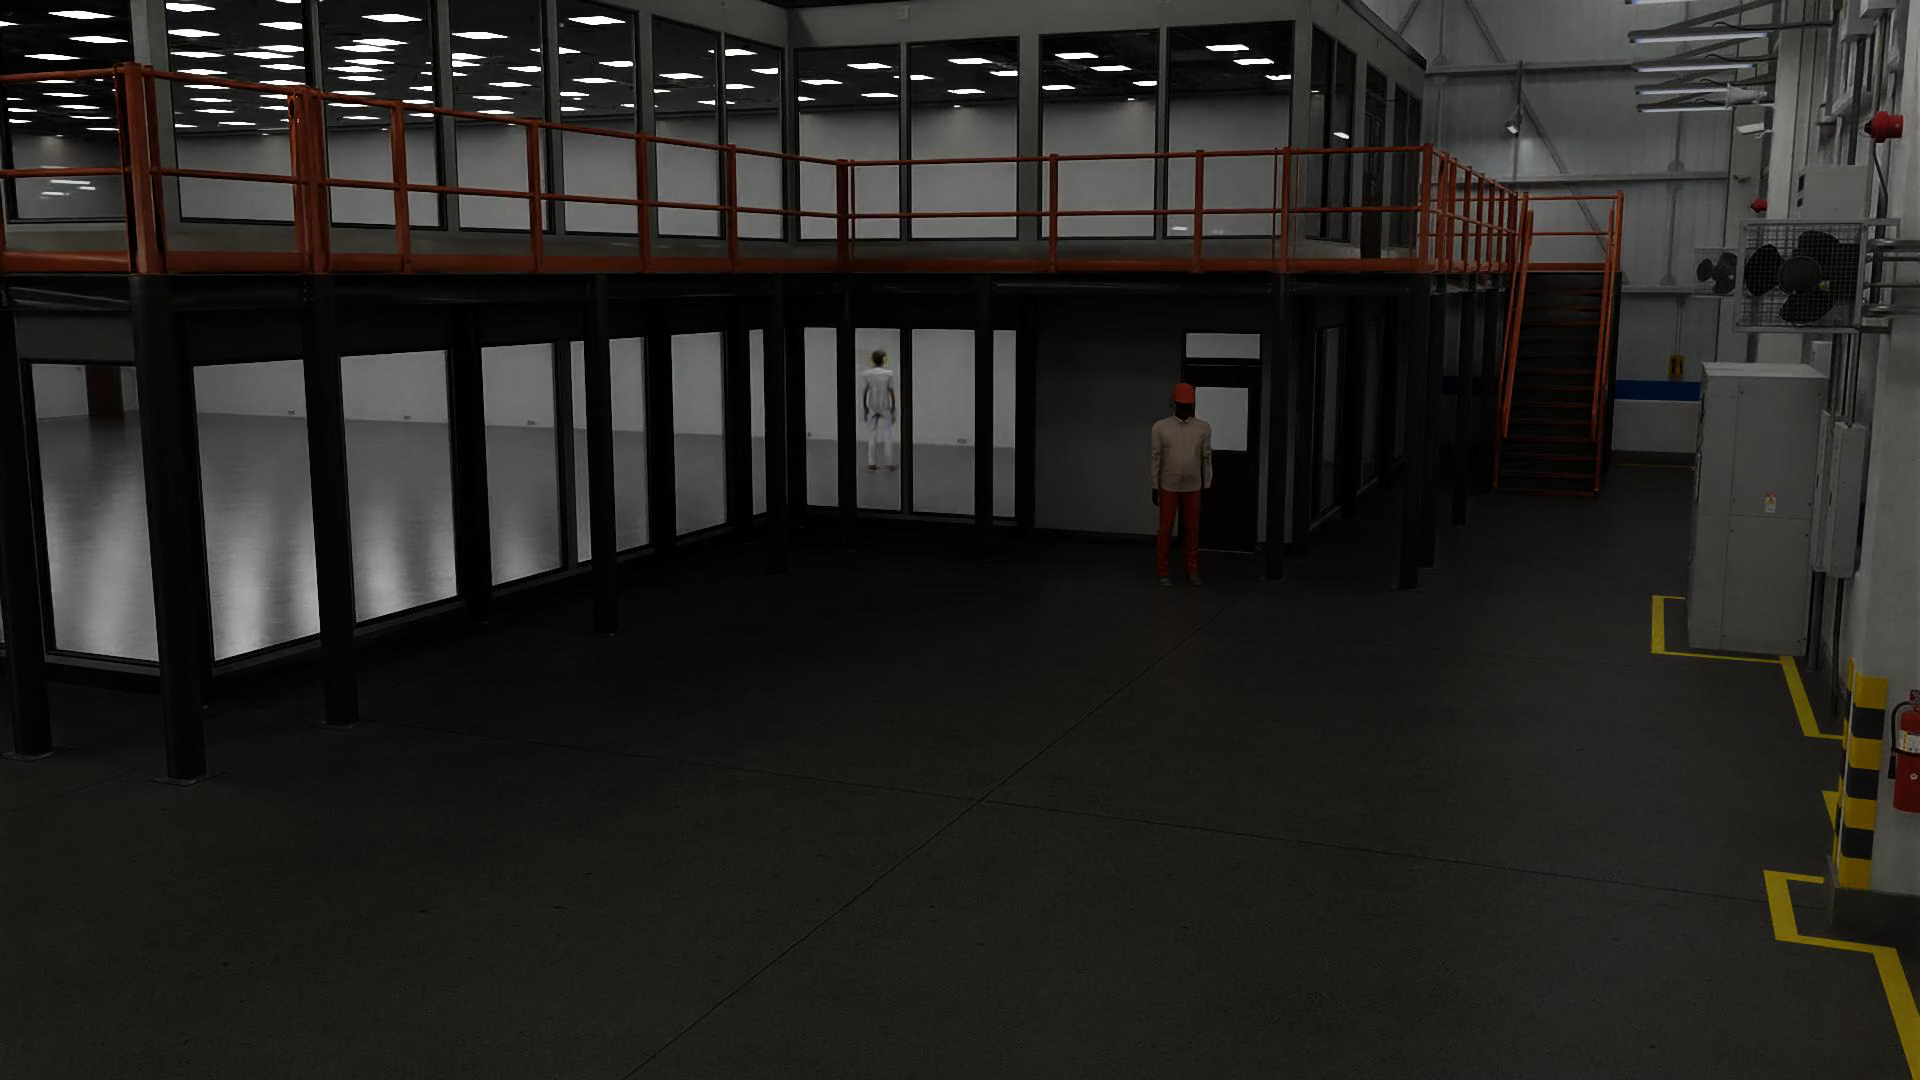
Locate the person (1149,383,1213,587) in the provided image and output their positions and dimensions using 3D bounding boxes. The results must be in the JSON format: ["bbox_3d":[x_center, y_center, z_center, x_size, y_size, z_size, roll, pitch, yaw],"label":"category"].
[{"bbox_3d":[2.138,-0.526,16.074,0.615,1.988,0.401,-1,9,-6],"label":"person"}]
